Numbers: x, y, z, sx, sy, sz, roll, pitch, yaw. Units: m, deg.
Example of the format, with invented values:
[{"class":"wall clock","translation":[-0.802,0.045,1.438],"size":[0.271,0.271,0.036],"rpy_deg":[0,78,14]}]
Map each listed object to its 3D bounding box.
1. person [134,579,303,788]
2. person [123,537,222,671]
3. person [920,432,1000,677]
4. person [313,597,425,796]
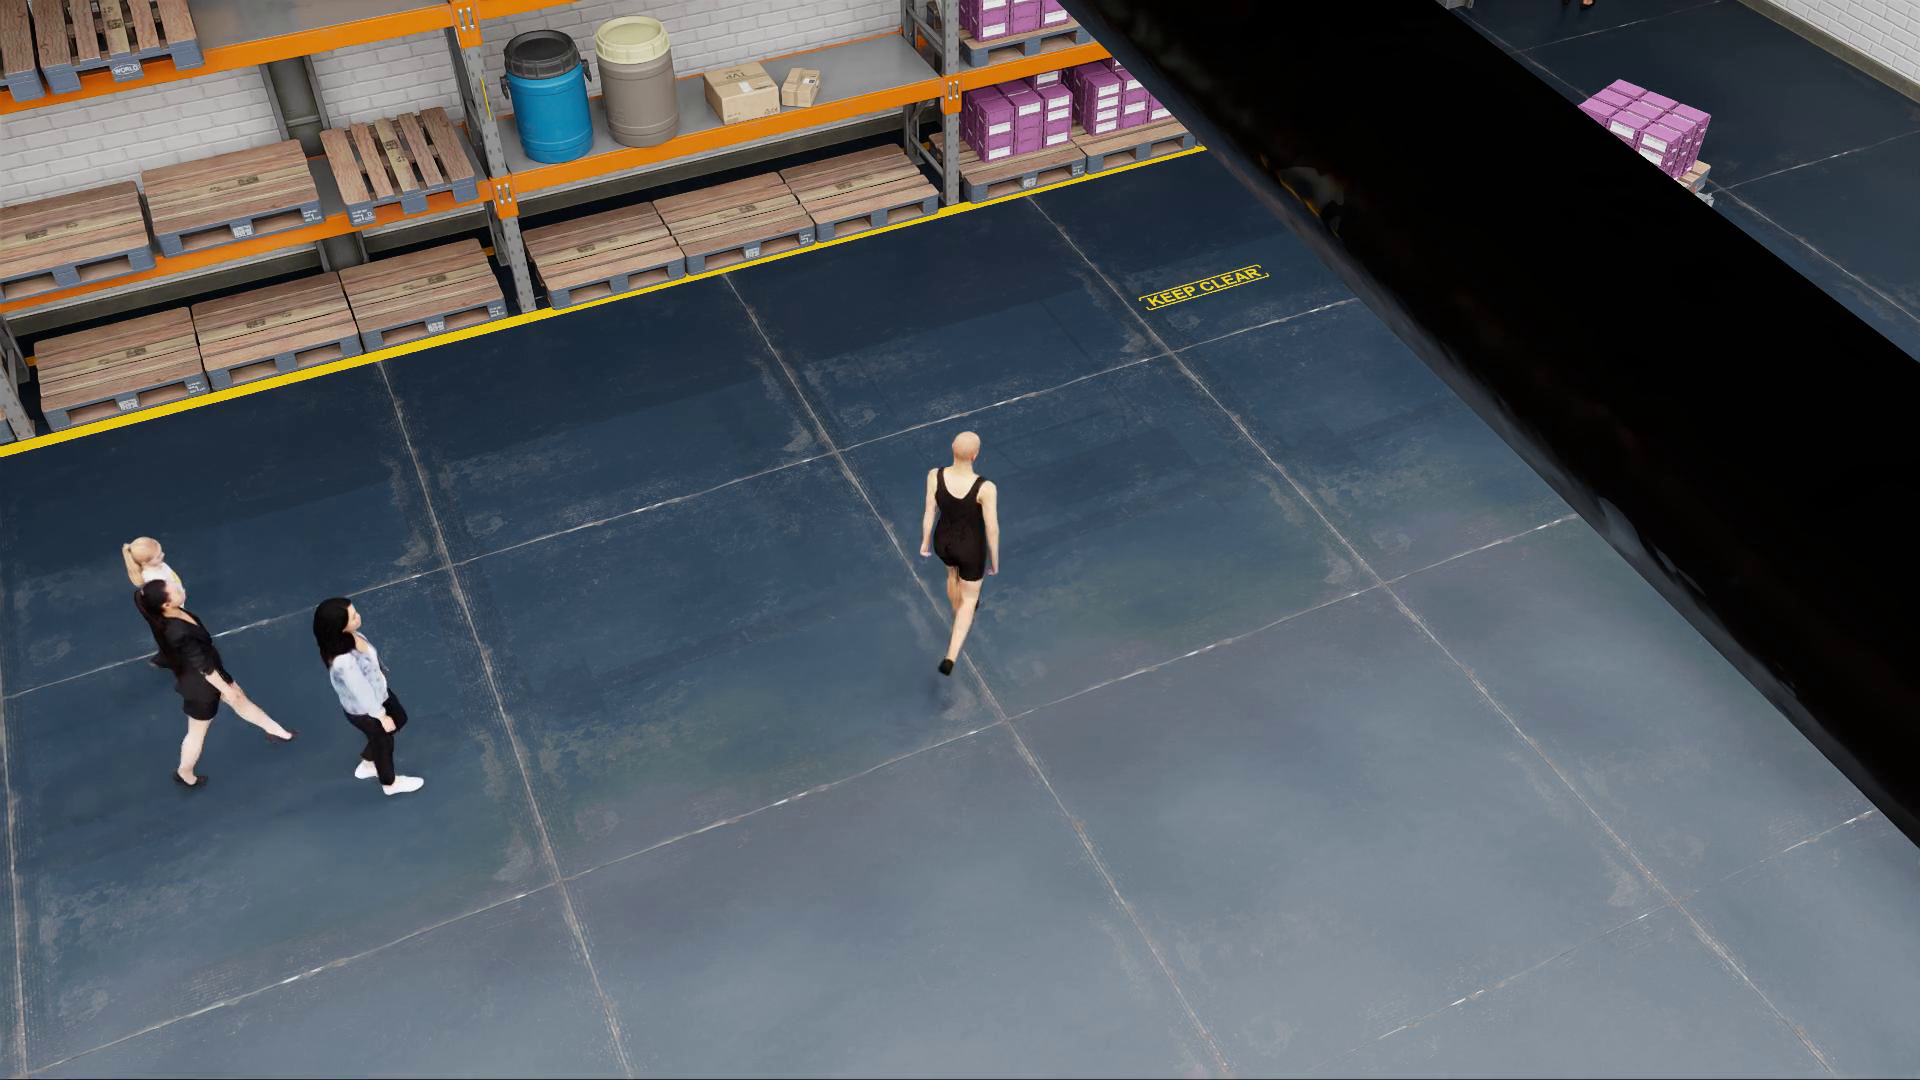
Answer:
[{"class":"person","translation":[-4.669,0.906,10.055],"size":[1.064,1.653,0.716],"rpy_deg":[-25,49,-24]},{"class":"person","translation":[-5.206,0.463,10.802],"size":[0.678,1.265,0.574],"rpy_deg":[-28,50,-26]},{"class":"person","translation":[-0.033,0.121,10.785],"size":[1.116,1.782,1.198],"rpy_deg":[14,45,15]},{"class":"person","translation":[-3.620,0.994,9.931],"size":[0.654,1.696,0.627],"rpy_deg":[-14,45,-14]}]
